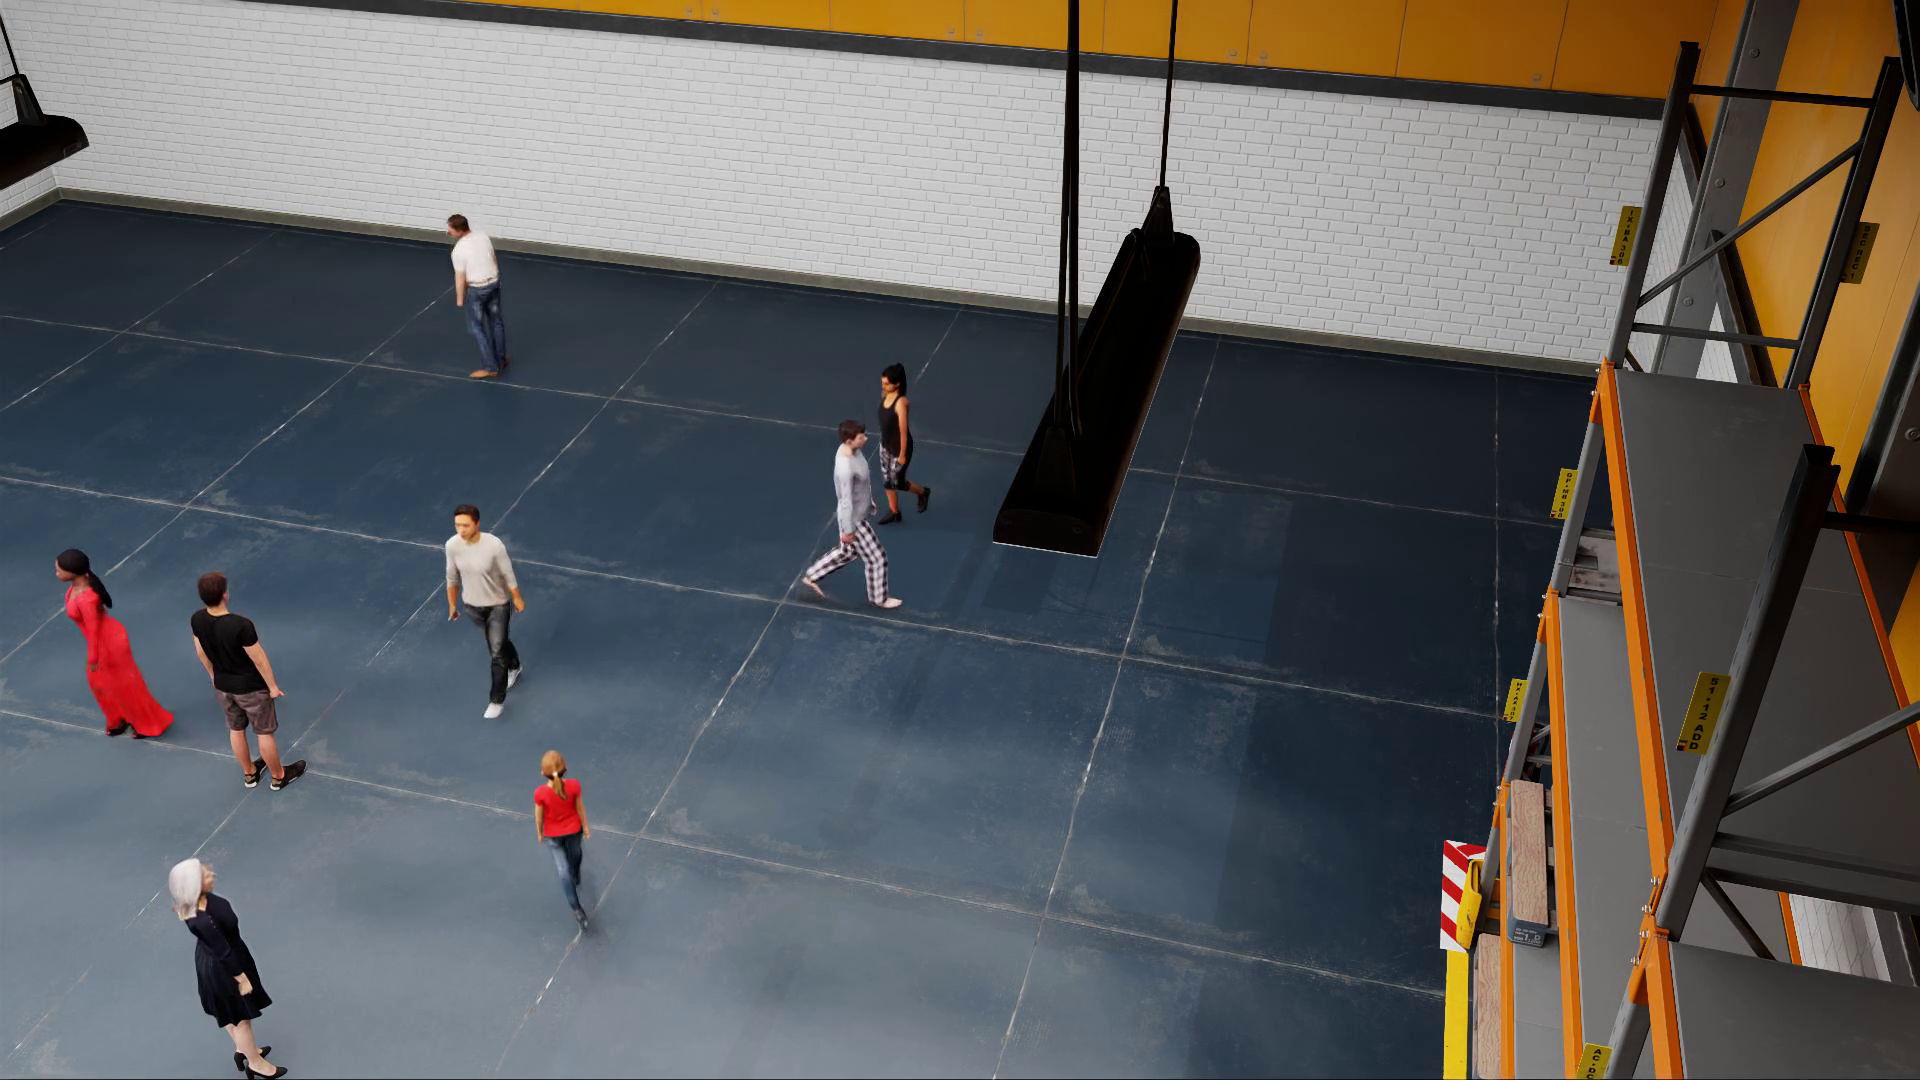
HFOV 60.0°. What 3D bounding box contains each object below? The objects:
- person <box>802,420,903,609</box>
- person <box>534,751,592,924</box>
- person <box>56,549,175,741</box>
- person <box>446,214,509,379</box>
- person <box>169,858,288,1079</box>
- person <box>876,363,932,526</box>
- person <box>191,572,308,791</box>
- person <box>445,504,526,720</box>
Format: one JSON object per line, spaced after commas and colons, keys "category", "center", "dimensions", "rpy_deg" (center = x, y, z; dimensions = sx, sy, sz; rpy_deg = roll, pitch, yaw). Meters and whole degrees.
{"category": "person", "center": [-0.972, -0.208, 13.927], "dimensions": [0.889, 1.814, 1.096], "rpy_deg": [-1, 34, -1]}
{"category": "person", "center": [-2.633, 1.986, 11.100], "dimensions": [0.830, 1.290, 0.941], "rpy_deg": [-14, 36, -20]}
{"category": "person", "center": [-6.293, 0.781, 12.481], "dimensions": [0.878, 1.768, 0.818], "rpy_deg": [-17, 37, -24]}
{"category": "person", "center": [-5.015, -2.630, 17.565], "dimensions": [0.757, 1.820, 0.927], "rpy_deg": [-22, 39, -29]}
{"category": "person", "center": [-4.347, 2.543, 9.849], "dimensions": [0.728, 1.747, 0.696], "rpy_deg": [-26, 42, -33]}
{"category": "person", "center": [-0.511, -0.877, 15.072], "dimensions": [0.911, 1.660, 0.844], "rpy_deg": [-18, 37, -24]}
{"category": "person", "center": [-5.217, 1.025, 12.029], "dimensions": [0.689, 1.861, 0.560], "rpy_deg": [7, 34, 11]}
{"category": "person", "center": [-3.662, 0.423, 13.007], "dimensions": [0.738, 1.782, 1.018], "rpy_deg": [5, 34, 7]}
